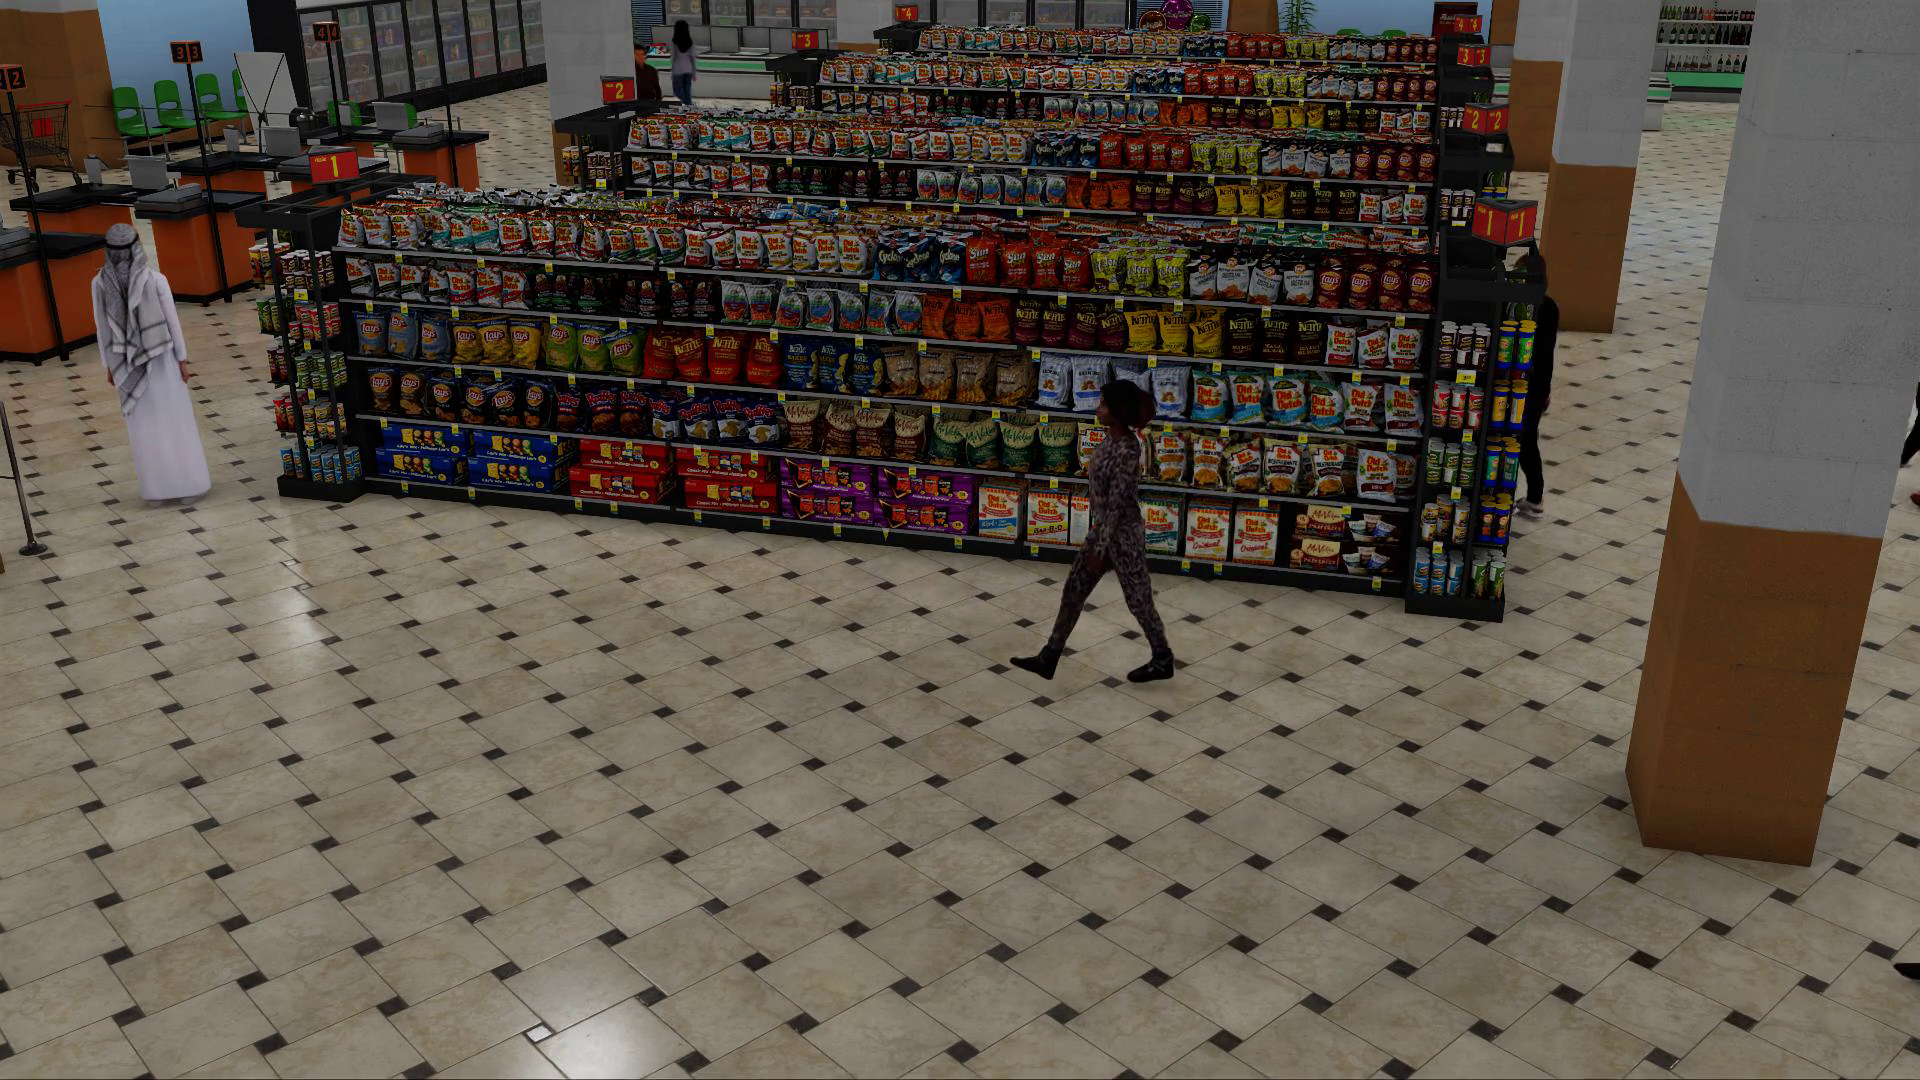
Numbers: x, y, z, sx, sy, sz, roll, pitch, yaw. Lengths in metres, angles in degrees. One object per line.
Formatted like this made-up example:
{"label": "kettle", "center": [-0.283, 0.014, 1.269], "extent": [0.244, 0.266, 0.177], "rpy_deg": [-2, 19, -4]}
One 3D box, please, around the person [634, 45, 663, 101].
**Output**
{"label": "person", "center": [-4.564, -6.244, 24.054], "extent": [1.095, 1.755, 1.104], "rpy_deg": [-9, 24, -21]}

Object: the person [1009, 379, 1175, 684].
{"label": "person", "center": [0.899, 0.021, 8.581], "extent": [1.185, 1.667, 0.873], "rpy_deg": [-2, 22, -6]}

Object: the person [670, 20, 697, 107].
{"label": "person", "center": [-4.699, -7.965, 28.378], "extent": [0.866, 1.724, 0.925], "rpy_deg": [-12, 25, -27]}

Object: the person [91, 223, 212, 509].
{"label": "person", "center": [-5.478, -1.168, 11.193], "extent": [0.736, 1.926, 0.857], "rpy_deg": [-5, 22, -12]}
